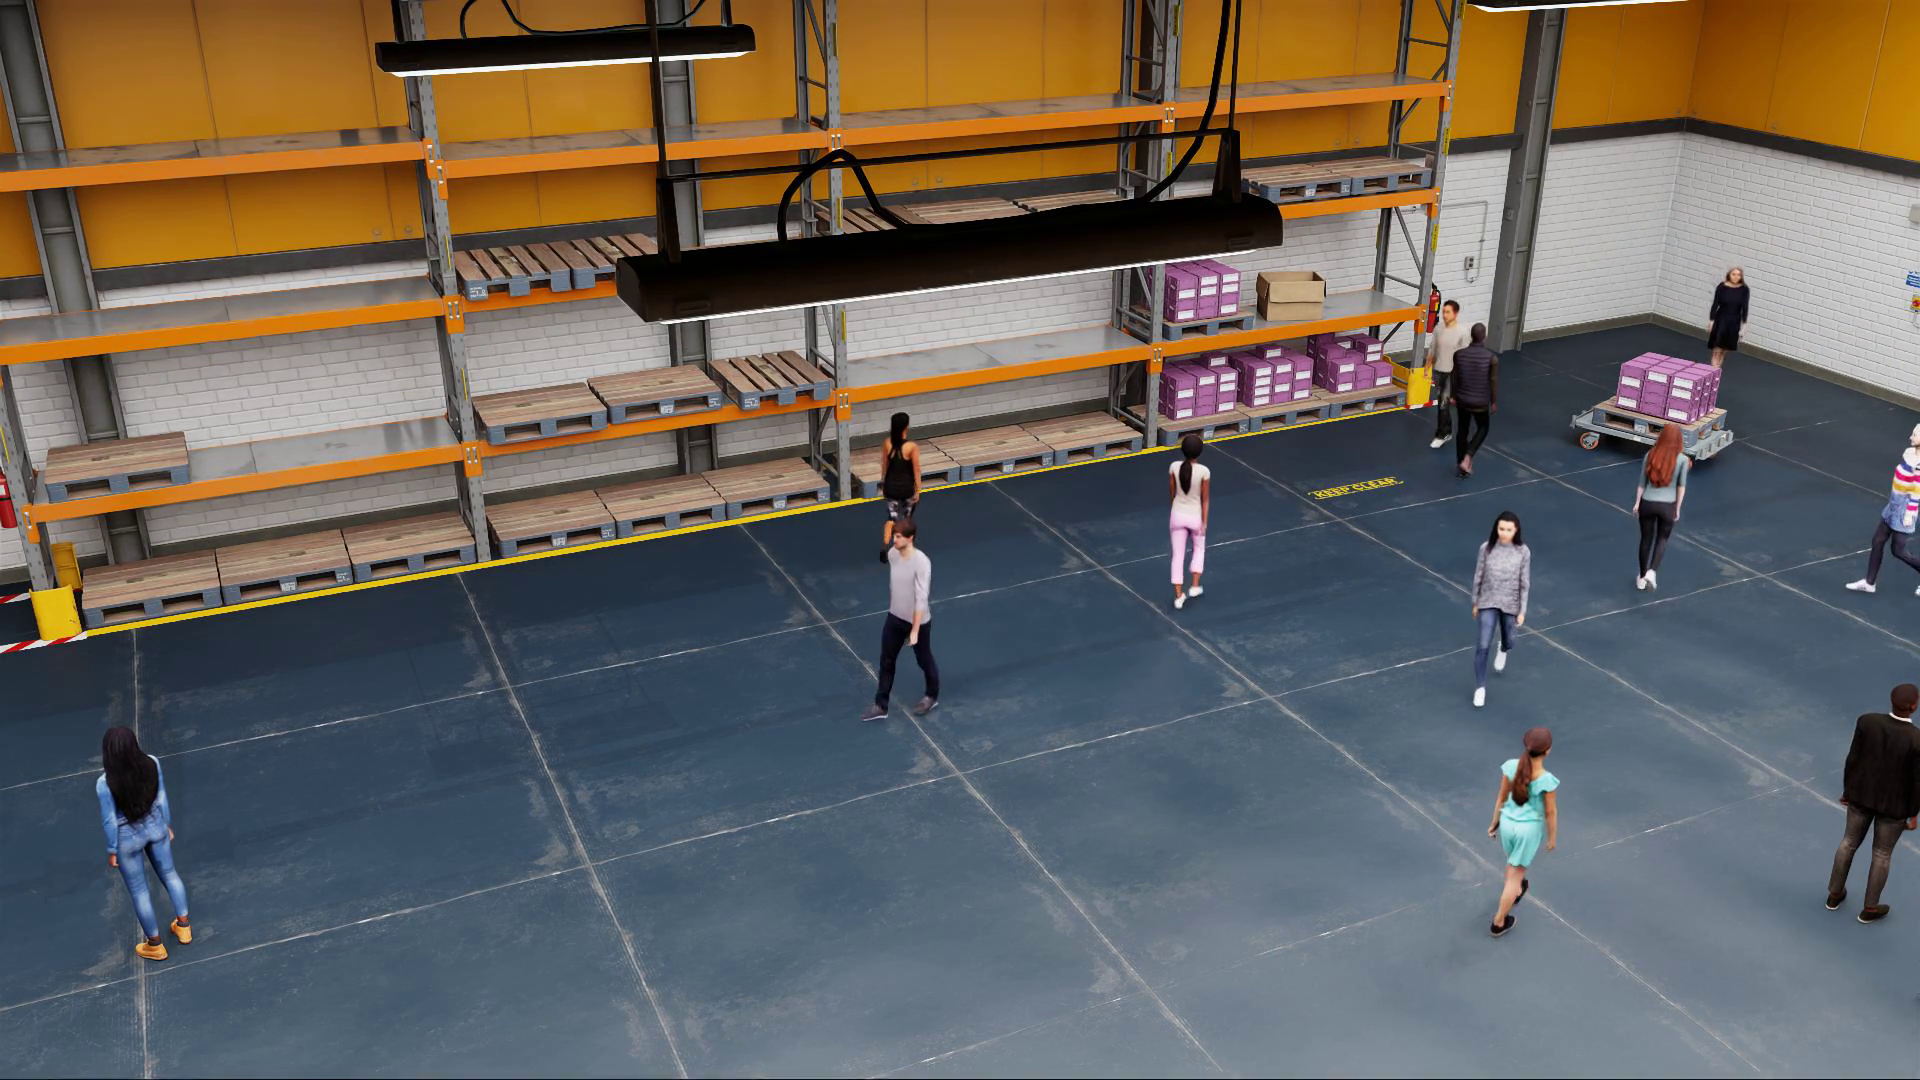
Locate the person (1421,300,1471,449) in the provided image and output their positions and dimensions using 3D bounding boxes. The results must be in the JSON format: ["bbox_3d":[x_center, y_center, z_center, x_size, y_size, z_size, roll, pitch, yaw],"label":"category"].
[{"bbox_3d":[5.952,-2.038,20.113,0.848,1.793,0.785,-20,31,-38],"label":"person"}]

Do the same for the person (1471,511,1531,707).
[{"bbox_3d":[4.655,0.533,14.327,1.025,1.714,1.082,8,25,19],"label":"person"}]

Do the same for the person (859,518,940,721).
[{"bbox_3d":[-0.349,0.645,13.949,0.887,1.813,1.084,20,31,39],"label":"person"}]

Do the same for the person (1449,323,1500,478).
[{"bbox_3d":[5.821,-1.562,18.979,0.875,1.828,0.904,16,28,32],"label":"person"}]

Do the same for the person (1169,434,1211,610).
[{"bbox_3d":[2.139,-0.152,15.881,0.763,1.726,0.824,9,25,19],"label":"person"}]

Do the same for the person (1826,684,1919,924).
[{"bbox_3d":[6.284,1.781,11.367,0.650,1.800,0.720,-19,30,-37],"label":"person"}]

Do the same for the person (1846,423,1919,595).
[{"bbox_3d":[9.199,-0.271,16.076,1.147,1.788,1.015,4,24,10],"label":"person"}]

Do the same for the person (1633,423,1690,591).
[{"bbox_3d":[6.769,-0.275,16.158,0.840,1.730,0.919,10,26,22],"label":"person"}]

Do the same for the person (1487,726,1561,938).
[{"bbox_3d":[3.750,1.985,11.228,0.749,1.537,0.947,22,32,40],"label":"person"}]

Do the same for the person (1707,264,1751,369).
[{"bbox_3d":[10.112,-2.820,21.980,0.861,1.730,0.882,3,24,7],"label":"person"}]

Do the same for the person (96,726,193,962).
[{"bbox_3d":[-5.410,1.986,11.005,0.741,1.713,0.633,14,27,29],"label":"person"}]

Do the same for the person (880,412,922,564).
[{"bbox_3d":[-0.637,-0.497,16.759,0.869,1.654,0.944,10,26,22],"label":"person"}]
